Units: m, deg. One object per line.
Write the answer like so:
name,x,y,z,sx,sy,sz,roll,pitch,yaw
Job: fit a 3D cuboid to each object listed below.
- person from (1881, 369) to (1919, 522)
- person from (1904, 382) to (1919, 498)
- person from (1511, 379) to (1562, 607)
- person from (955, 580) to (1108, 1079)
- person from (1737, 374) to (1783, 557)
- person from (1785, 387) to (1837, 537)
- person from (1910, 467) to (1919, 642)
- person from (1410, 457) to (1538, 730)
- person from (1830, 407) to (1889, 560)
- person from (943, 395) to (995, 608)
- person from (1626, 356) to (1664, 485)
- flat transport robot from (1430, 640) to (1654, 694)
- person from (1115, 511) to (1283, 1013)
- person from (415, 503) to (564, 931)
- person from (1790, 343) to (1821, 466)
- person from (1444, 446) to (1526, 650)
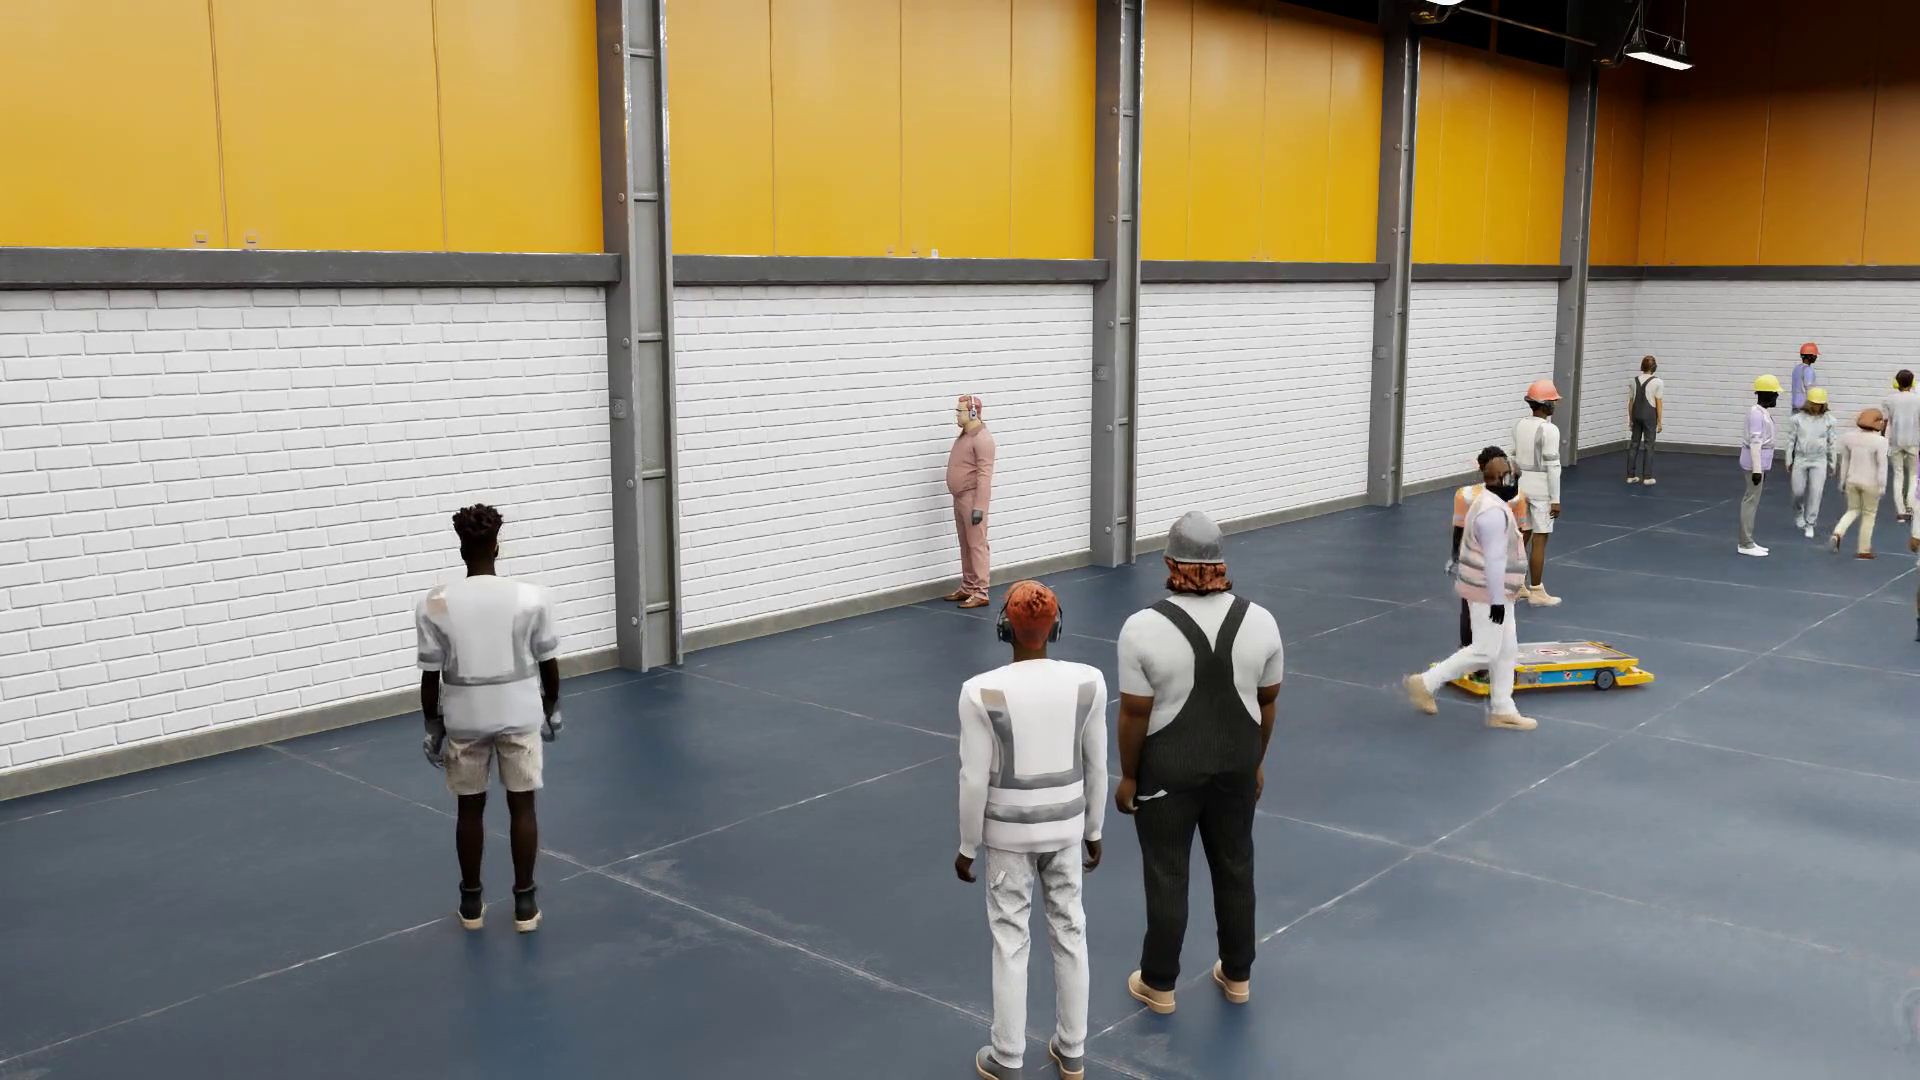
person,11.420,-1.136,20.110,0.547,1.837,0.548,5,10,30
person,12.879,-1.499,22.091,0.544,1.939,0.355,-1,9,-6
person,5.211,-0.424,15.004,0.370,2.048,0.607,-3,10,-18
person,0.262,1.079,6.077,0.573,1.883,0.353,-3,9,-17
person,8.513,-0.799,17.725,0.370,1.929,0.585,5,10,28
person,9.740,-0.901,19.040,0.524,1.712,0.538,5,10,27
person,7.957,-0.073,13.334,0.574,1.907,0.614,1,9,5
person,3.412,0.349,10.919,0.736,1.799,0.630,4,10,21
person,9.373,-0.579,17.310,0.503,1.614,0.512,-5,10,-28
person,0.077,-0.347,14.958,0.409,1.908,0.642,-3,10,-19
person,9.767,-1.704,23.716,0.341,1.839,0.501,-7,11,-36
flat transport robot,4.243,0.917,12.139,1.431,0.197,0.652,-2,9,-14
person,0.929,0.890,6.769,0.678,2.000,0.536,-2,9,-13
person,-2.124,0.804,7.545,0.623,1.957,0.416,-2,9,-11
person,13.073,-2.081,25.747,0.354,1.939,0.544,0,9,1
person,3.972,0.143,12.597,0.594,1.693,0.422,1,9,8
